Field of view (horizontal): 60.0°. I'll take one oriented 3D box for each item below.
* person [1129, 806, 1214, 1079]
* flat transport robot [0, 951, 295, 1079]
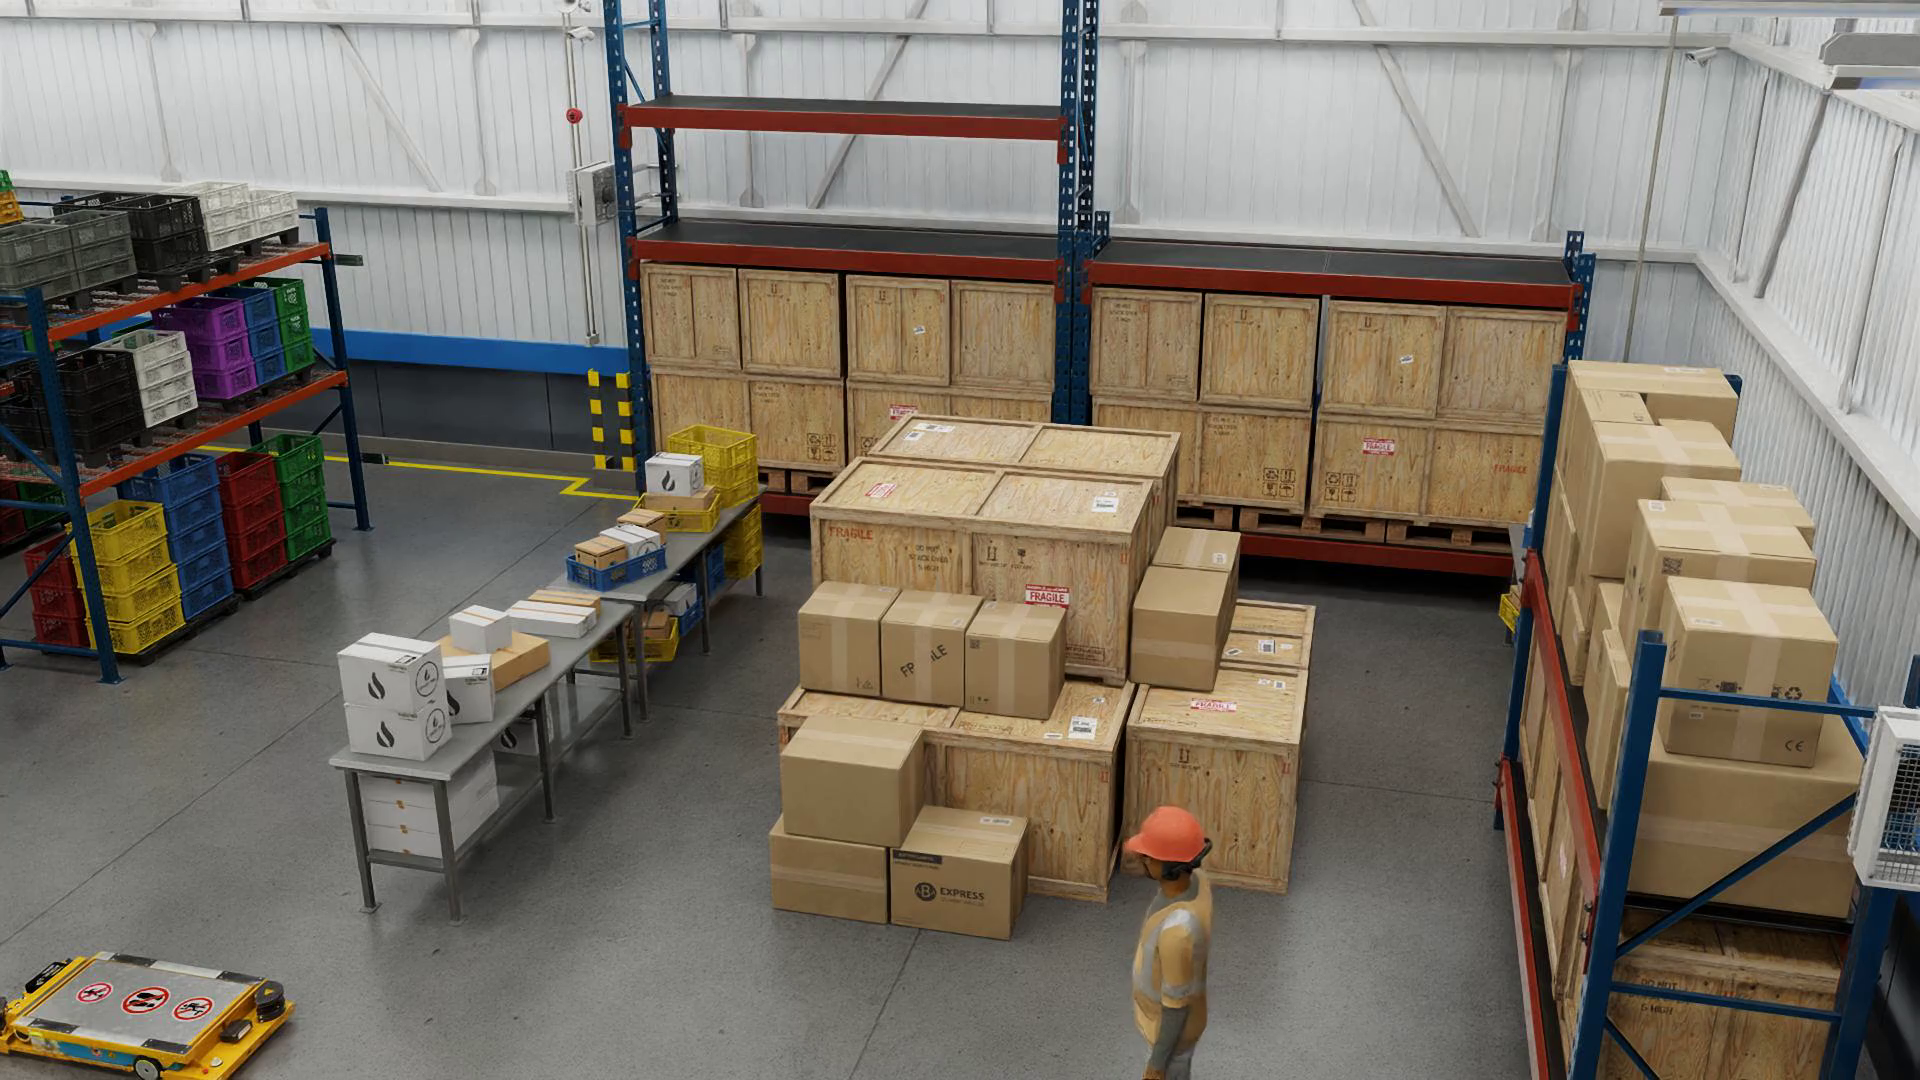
[{"bbox_3d":[0.883,2.061,7.173,0.372,2.044,0.603,4,21,11],"label":"person"},{"bbox_3d":[-4.270,2.464,8.601,1.431,0.231,0.659,5,22,13],"label":"flat transport robot"}]
